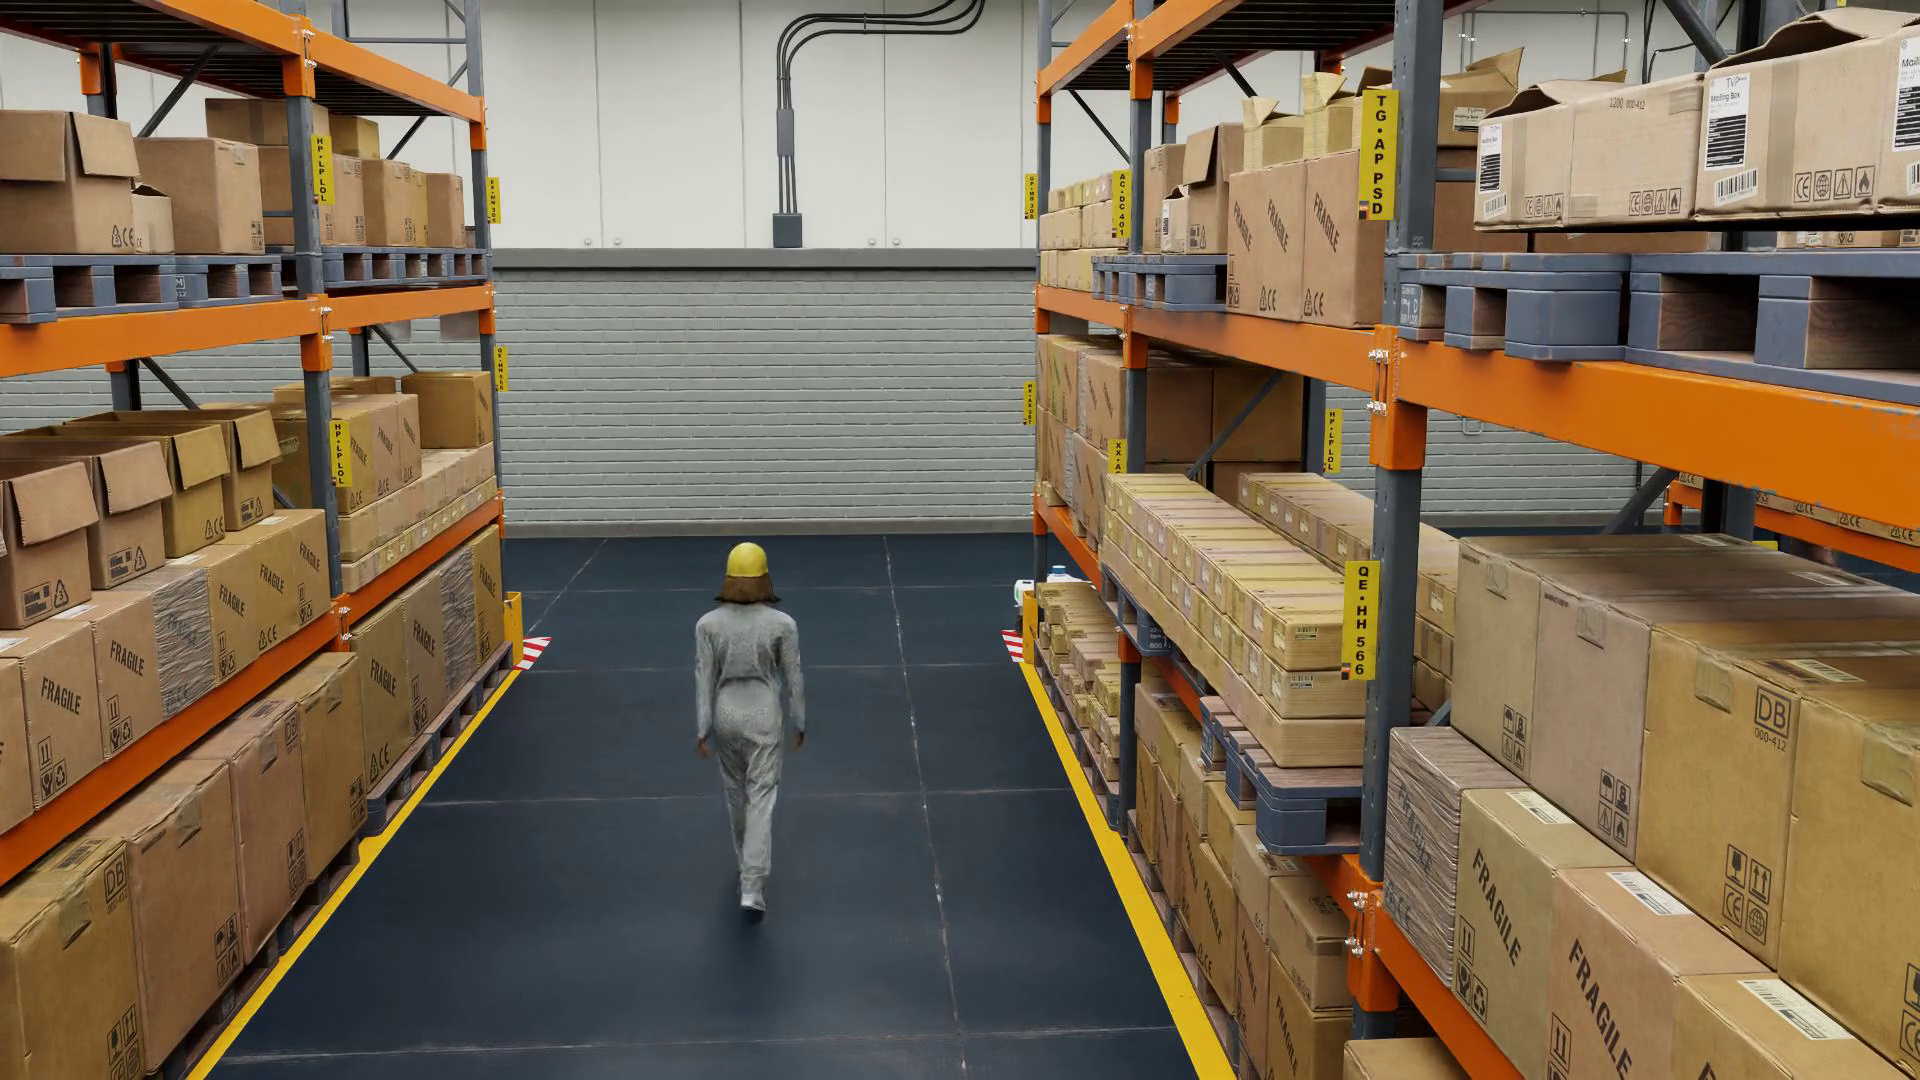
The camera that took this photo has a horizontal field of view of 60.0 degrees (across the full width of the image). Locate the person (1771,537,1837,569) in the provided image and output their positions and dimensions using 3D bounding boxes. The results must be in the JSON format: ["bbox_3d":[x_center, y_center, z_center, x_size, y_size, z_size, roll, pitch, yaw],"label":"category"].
[{"bbox_3d":[6.804,-0.188,13.606,0.986,1.844,0.689,8,12,39],"label":"person"}]

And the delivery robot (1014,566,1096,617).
[{"bbox_3d":[0.794,0.449,13.390,0.707,0.478,0.477,1,10,7],"label":"delivery robot"}]

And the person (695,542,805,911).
[{"bbox_3d":[-0.998,0.861,7.876,0.499,1.702,0.894,0,10,2],"label":"person"}]
